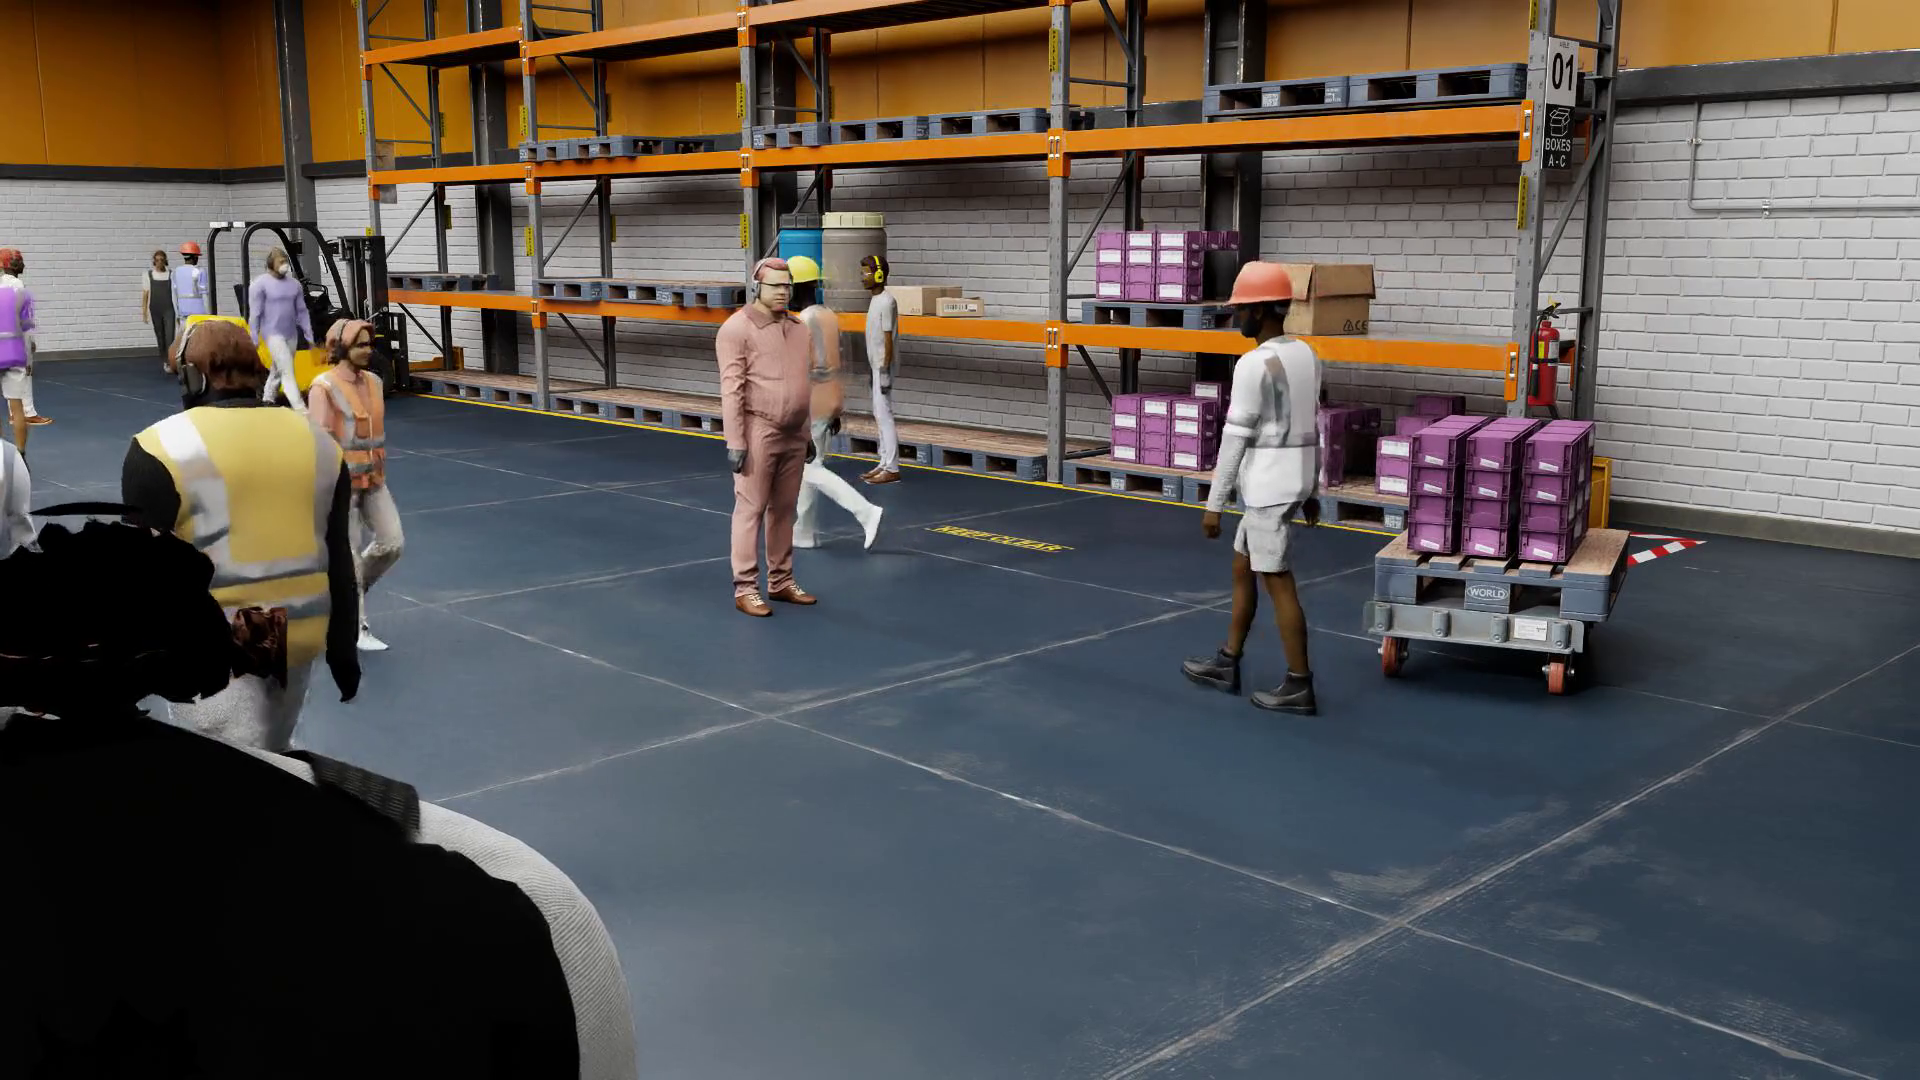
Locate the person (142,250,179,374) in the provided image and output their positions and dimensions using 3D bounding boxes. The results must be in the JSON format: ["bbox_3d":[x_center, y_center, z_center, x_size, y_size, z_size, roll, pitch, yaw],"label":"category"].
[{"bbox_3d":[-11.828,-3.387,24.686,0.526,1.810,0.952,-4,11,-20],"label":"person"}]

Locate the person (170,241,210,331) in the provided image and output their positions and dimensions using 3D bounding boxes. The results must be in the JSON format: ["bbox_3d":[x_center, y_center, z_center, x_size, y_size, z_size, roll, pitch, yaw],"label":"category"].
[{"bbox_3d":[-10.575,-3.145,22.981,0.552,1.932,0.377,2,11,11],"label":"person"}]

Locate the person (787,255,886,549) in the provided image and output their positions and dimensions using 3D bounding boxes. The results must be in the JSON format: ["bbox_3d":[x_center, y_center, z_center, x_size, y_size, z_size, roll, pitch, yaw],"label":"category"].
[{"bbox_3d":[-0.853,-0.847,10.571,0.761,1.902,0.589,3,11,14],"label":"person"}]

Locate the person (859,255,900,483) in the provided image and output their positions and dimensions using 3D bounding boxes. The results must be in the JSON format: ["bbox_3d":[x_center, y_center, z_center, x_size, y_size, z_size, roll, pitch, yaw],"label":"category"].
[{"bbox_3d":[-0.658,-1.394,13.648,0.325,1.862,0.514,-2,11,-13],"label":"person"}]

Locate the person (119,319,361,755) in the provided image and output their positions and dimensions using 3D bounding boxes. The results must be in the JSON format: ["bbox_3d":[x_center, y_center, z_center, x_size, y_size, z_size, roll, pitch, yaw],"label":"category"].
[{"bbox_3d":[-1.869,0.318,4.463,0.828,1.803,0.680,7,12,33],"label":"person"}]

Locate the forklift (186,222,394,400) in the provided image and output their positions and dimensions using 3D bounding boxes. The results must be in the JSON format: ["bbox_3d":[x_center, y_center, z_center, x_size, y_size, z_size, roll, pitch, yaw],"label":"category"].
[{"bbox_3d":[-8.169,-2.758,20.163,2.313,2.155,1.214,-10,14,-44],"label":"forklift"}]

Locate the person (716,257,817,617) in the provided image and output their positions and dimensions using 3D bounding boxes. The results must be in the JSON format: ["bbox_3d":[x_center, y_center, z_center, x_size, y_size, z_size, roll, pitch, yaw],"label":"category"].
[{"bbox_3d":[-0.998,-0.555,8.942,0.401,1.904,0.646,8,13,36],"label":"person"}]

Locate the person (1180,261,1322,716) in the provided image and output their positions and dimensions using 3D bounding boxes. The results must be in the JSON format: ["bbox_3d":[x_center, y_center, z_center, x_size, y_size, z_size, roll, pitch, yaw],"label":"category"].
[{"bbox_3d":[1.206,-0.221,7.101,0.836,1.904,0.583,8,13,36],"label":"person"}]

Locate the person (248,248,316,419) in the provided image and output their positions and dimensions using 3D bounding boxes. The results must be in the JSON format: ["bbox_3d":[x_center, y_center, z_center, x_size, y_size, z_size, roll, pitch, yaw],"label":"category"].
[{"bbox_3d":[-7.187,-2.149,17.691,1.012,1.884,0.651,5,12,25],"label":"person"}]

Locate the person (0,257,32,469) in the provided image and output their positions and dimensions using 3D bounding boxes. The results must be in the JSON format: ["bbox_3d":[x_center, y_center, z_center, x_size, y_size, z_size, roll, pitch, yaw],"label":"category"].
[{"bbox_3d":[-8.303,-1.546,14.338,0.555,1.907,0.808,-10,14,-43],"label":"person"}]

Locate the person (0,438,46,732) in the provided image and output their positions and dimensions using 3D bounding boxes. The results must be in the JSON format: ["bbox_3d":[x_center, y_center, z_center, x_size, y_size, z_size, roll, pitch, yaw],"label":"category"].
[{"bbox_3d":[-2.682,0.329,4.315,0.600,1.831,0.404,-9,13,-39],"label":"person"}]

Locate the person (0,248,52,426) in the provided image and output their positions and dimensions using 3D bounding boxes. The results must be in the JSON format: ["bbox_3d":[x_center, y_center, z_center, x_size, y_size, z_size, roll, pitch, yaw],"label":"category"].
[{"bbox_3d":[-10.041,-2.159,17.747,0.576,1.884,0.355,8,13,37],"label":"person"}]

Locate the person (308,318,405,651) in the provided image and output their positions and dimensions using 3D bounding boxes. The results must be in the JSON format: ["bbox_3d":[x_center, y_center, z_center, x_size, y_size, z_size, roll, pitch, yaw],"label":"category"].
[{"bbox_3d":[-2.969,-0.263,8.111,0.396,1.629,0.526,4,11,19],"label":"person"}]
